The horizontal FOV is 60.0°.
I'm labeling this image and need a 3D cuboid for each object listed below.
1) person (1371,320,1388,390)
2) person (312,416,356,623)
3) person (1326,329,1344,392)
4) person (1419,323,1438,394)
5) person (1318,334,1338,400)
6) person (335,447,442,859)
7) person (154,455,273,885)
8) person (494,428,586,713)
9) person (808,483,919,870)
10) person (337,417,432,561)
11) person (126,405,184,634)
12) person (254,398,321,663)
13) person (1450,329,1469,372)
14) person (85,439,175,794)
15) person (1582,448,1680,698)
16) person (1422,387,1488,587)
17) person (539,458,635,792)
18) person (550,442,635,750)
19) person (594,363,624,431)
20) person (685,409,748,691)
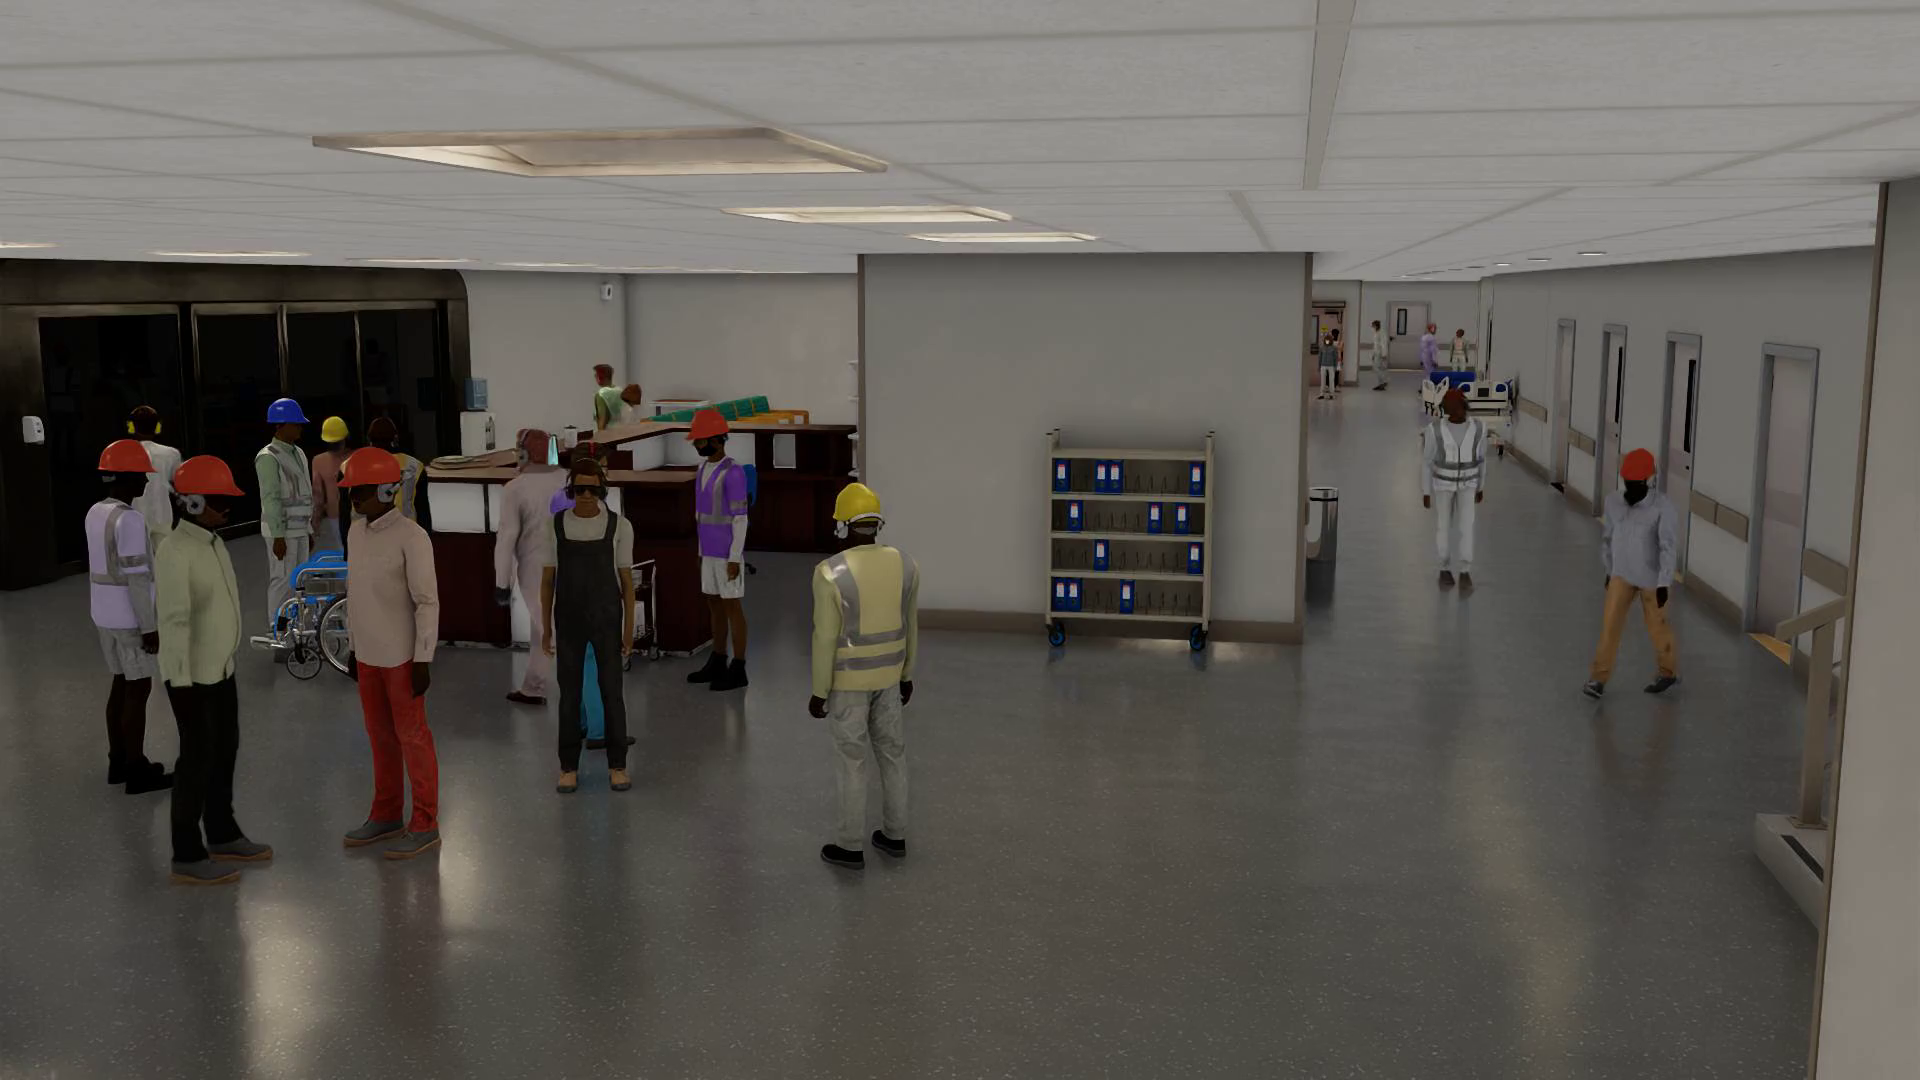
[{"bbox_3d":[11.364,-5.014,45.162,0.438,1.915,0.664,0,9,-2],"label":"person"},{"bbox_3d":[-5.080,-0.173,13.727,0.533,1.697,0.893,2,9,16],"label":"person"},{"bbox_3d":[9.965,-4.775,44.301,0.529,1.697,0.321,-1,9,-4],"label":"person"},{"bbox_3d":[11.902,-4.541,42.097,0.432,1.891,0.678,-1,9,-9],"label":"person"},{"bbox_3d":[9.149,-4.302,41.375,0.507,1.631,0.268,5,10,29],"label":"person"},{"bbox_3d":[-2.777,0.540,8.048,0.623,1.992,0.392,6,11,36],"label":"person"},{"bbox_3d":[-3.484,0.597,7.710,0.407,1.987,0.626,-1,9,-4],"label":"person"},{"bbox_3d":[-2.628,0.212,10.694,0.977,1.863,0.654,6,10,33],"label":"person"},{"bbox_3d":[-0.471,0.641,7.915,0.601,1.830,0.403,-7,11,-38],"label":"person"},{"bbox_3d":[-4.107,0.040,11.919,0.631,1.835,0.429,-3,9,-19],"label":"person"},{"bbox_3d":[-6.327,-0.128,12.975,0.574,1.840,0.760,-5,10,-31],"label":"person"},{"bbox_3d":[-4.938,-0.069,12.246,0.387,1.948,0.605,0,9,-2],"label":"person"},{"bbox_3d":[13.996,-5.096,46.628,0.517,1.639,0.312,5,10,31],"label":"person"},{"bbox_3d":[-4.540,0.413,9.122,0.549,1.928,0.389,8,12,43],"label":"person"},{"bbox_3d":[4.517,0.229,11.100,0.921,1.699,0.590,-6,11,-36],"label":"person"},{"bbox_3d":[4.536,-0.482,15.281,0.595,1.848,0.707,1,9,8],"label":"person"},{"bbox_3d":[-2.023,0.467,9.059,0.508,1.838,0.342,-1,9,-8],"label":"person"},{"bbox_3d":[-2.243,0.333,9.951,0.388,1.837,0.564,-8,11,-41],"label":"person"},{"bbox_3d":[-4.271,-1.230,20.325,0.376,1.838,0.589,2,9,14],"label":"person"},{"bbox_3d":[-1.667,0.068,11.393,0.384,1.930,0.547,-6,11,-36],"label":"person"}]
